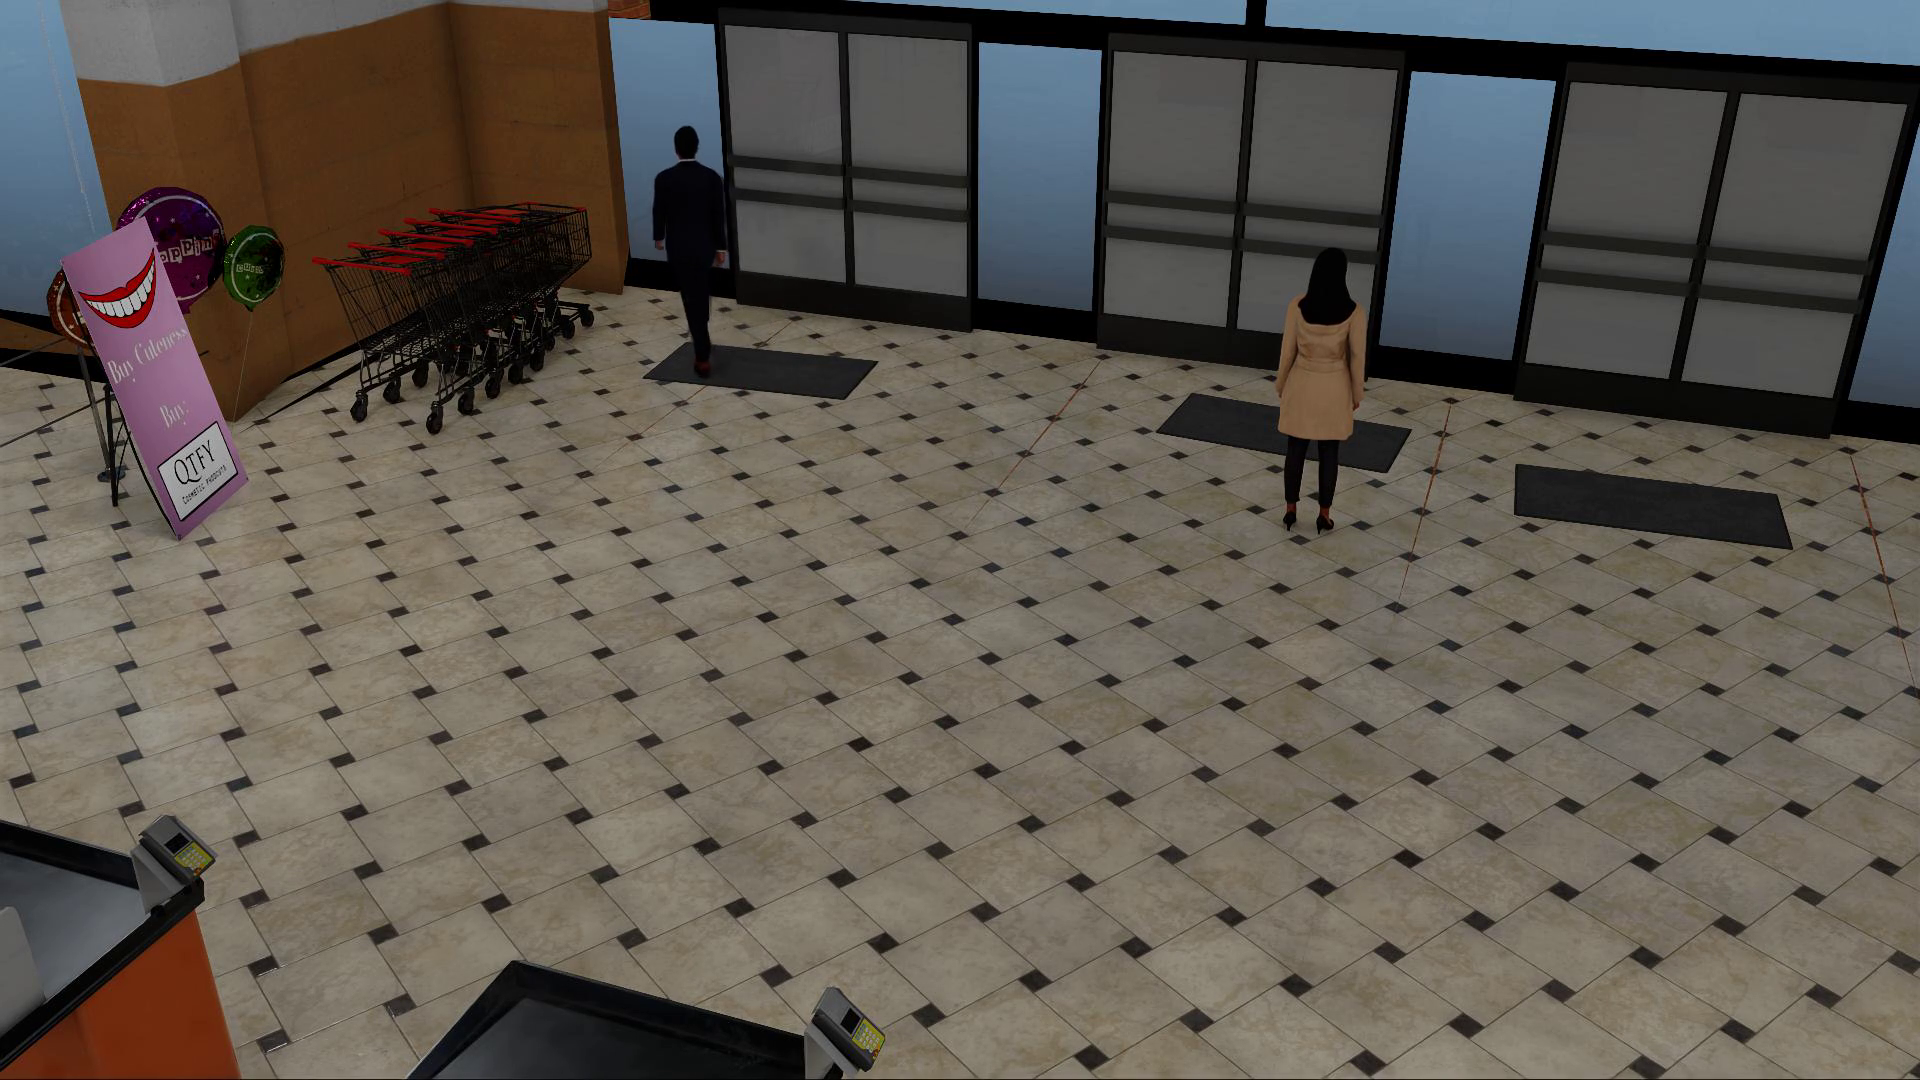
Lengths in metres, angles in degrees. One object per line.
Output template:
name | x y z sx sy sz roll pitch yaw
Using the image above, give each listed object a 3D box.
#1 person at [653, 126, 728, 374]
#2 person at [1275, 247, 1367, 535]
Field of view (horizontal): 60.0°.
person | -1.881 -1.997 11.719 1.069 1.678 1.184 -9 28 -17
person | 2.025 -0.831 9.417 0.643 1.680 0.506 9 28 18
